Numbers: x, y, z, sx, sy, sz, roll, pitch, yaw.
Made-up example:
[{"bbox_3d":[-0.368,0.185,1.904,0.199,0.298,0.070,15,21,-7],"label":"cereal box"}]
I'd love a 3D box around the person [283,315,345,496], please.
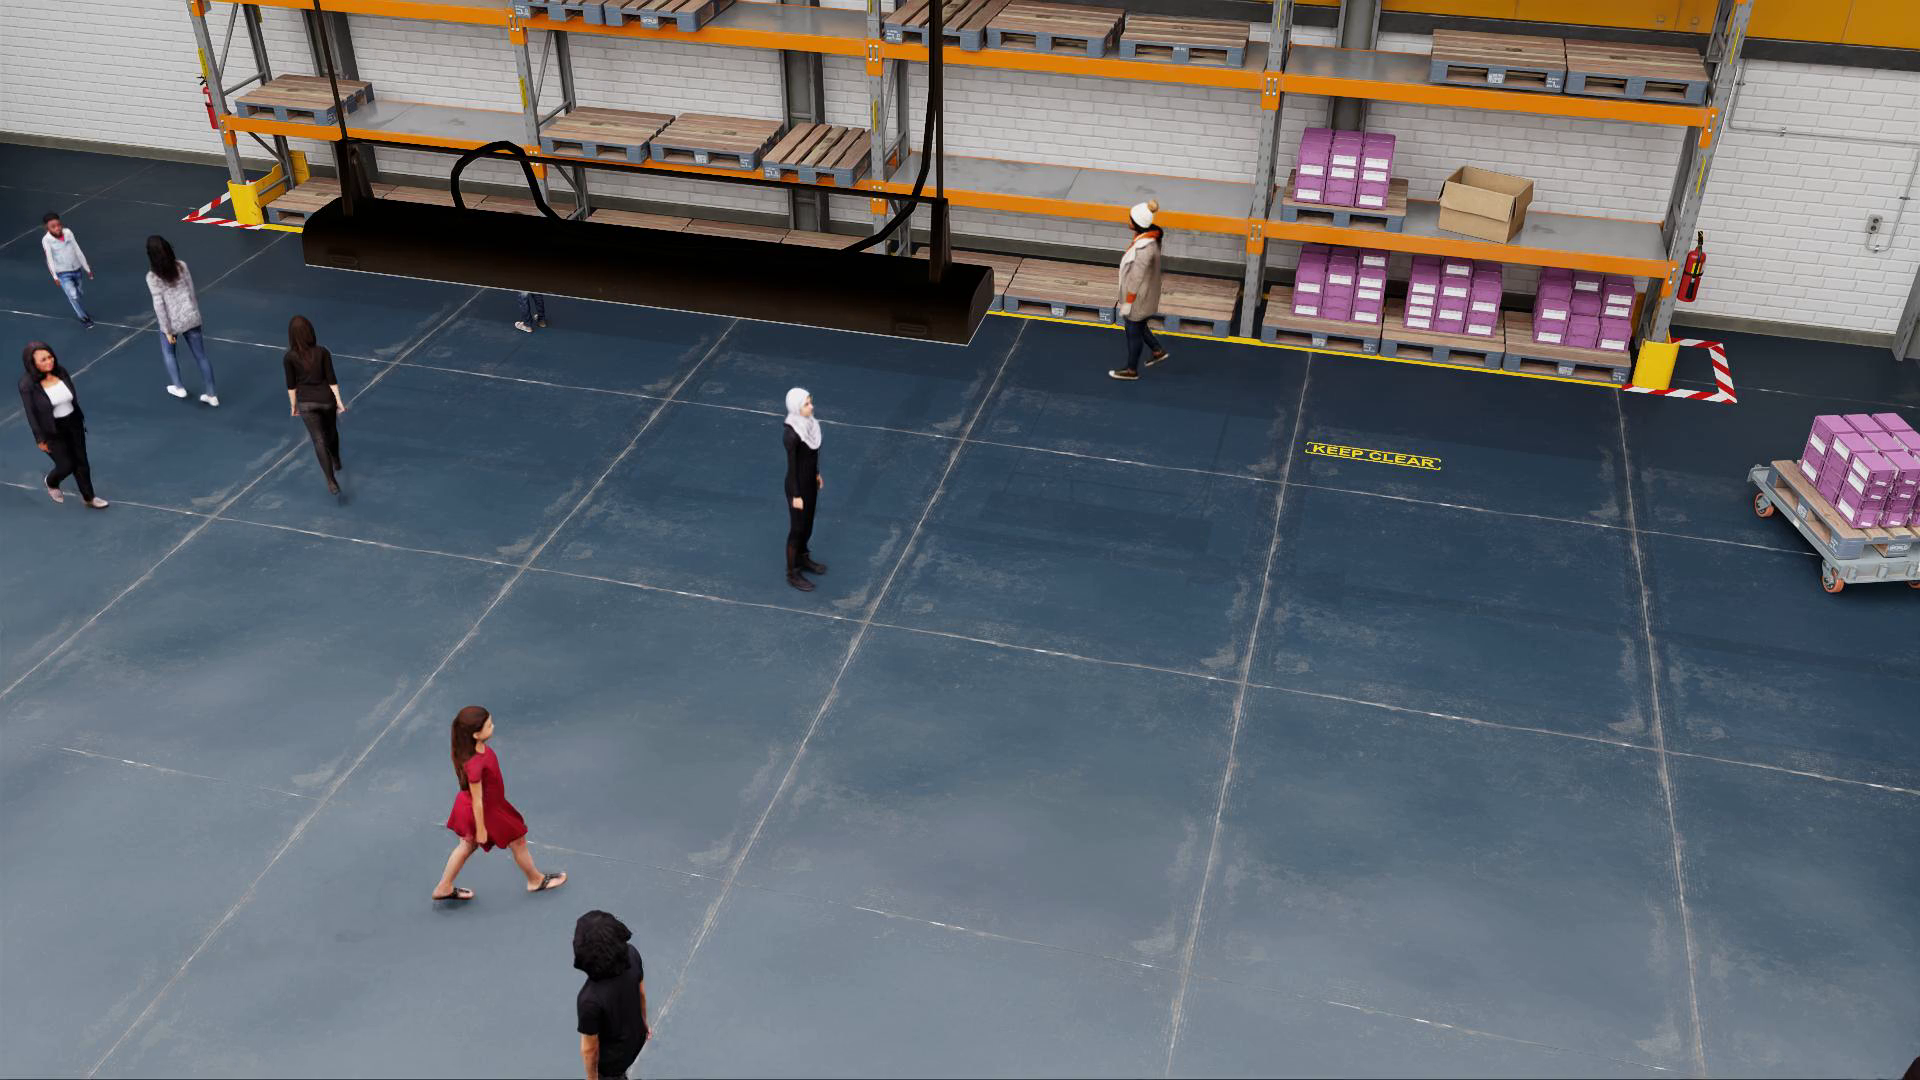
[{"bbox_3d":[-5.604,-1.149,14.515,1.051,1.610,1.071,-15,37,-21],"label":"person"}]

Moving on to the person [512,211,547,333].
[{"bbox_3d":[-4.522,-2.801,17.273,0.591,1.307,0.621,-28,43,-35],"label":"person"}]

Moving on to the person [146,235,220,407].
[{"bbox_3d":[-7.348,-2.048,15.779,0.972,1.708,0.840,27,42,34],"label":"person"}]

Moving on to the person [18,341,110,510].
[{"bbox_3d":[-7.779,-0.969,14.248,0.793,1.606,0.690,12,36,18],"label":"person"}]

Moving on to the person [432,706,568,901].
[{"bbox_3d":[-3.047,1.689,10.332,1.103,1.514,0.956,-12,36,-18],"label":"person"}]

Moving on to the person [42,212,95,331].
[{"bbox_3d":[-9.356,-2.850,17.413,0.868,1.236,0.692,24,40,31],"label":"person"}]

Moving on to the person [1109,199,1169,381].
[{"bbox_3d":[1.833,-2.424,16.187,0.816,1.883,0.738,6,34,9],"label":"person"}]

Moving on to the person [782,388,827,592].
[{"bbox_3d":[-1.268,-0.419,13.269,0.532,1.773,0.590,9,35,14],"label":"person"}]

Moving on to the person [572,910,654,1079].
[{"bbox_3d":[-1.721,2.645,8.627,1.061,1.809,0.757,15,37,22],"label":"person"}]
